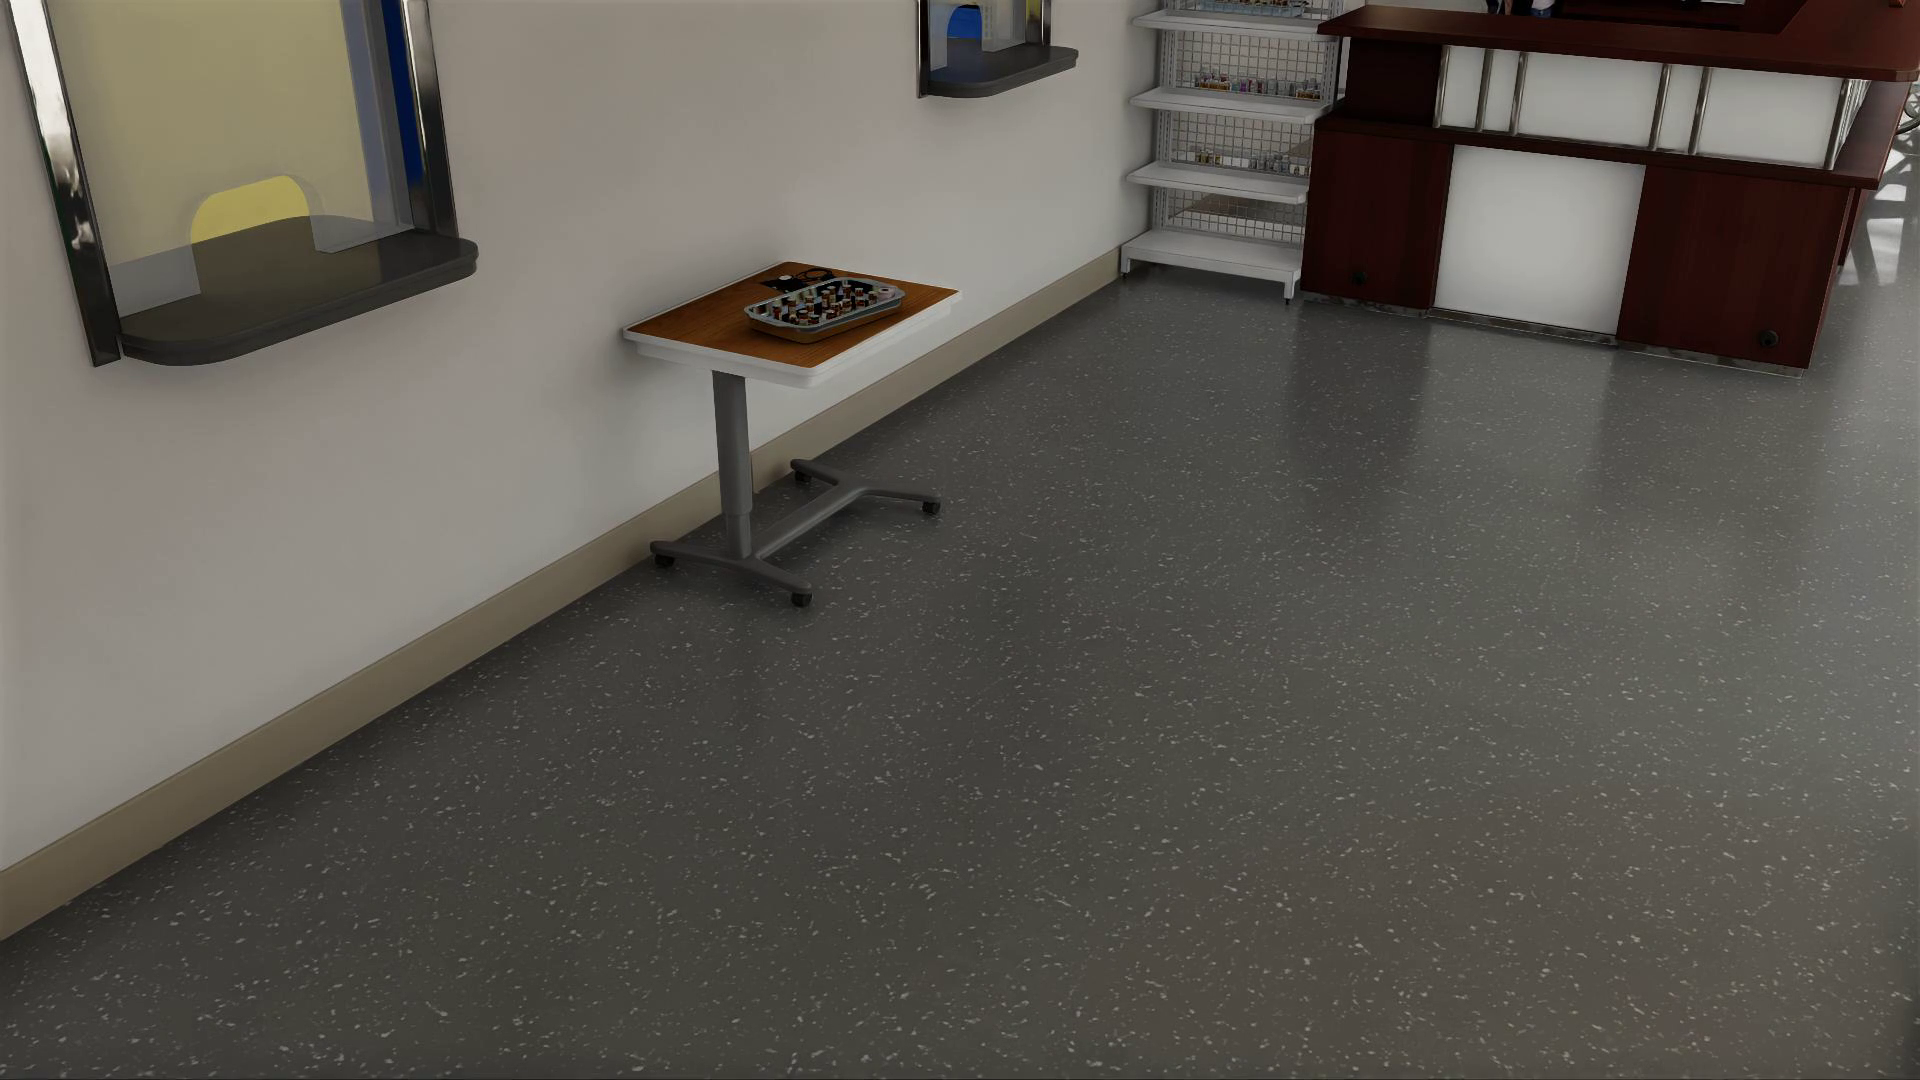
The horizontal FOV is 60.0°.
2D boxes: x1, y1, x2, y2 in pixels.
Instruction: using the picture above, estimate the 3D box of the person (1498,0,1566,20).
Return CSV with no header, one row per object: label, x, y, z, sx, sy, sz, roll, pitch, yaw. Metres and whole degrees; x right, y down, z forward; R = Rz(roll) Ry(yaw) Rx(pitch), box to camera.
person,3.575,-3.263,10.545,0.719,1.684,0.745,-11,28,-22
